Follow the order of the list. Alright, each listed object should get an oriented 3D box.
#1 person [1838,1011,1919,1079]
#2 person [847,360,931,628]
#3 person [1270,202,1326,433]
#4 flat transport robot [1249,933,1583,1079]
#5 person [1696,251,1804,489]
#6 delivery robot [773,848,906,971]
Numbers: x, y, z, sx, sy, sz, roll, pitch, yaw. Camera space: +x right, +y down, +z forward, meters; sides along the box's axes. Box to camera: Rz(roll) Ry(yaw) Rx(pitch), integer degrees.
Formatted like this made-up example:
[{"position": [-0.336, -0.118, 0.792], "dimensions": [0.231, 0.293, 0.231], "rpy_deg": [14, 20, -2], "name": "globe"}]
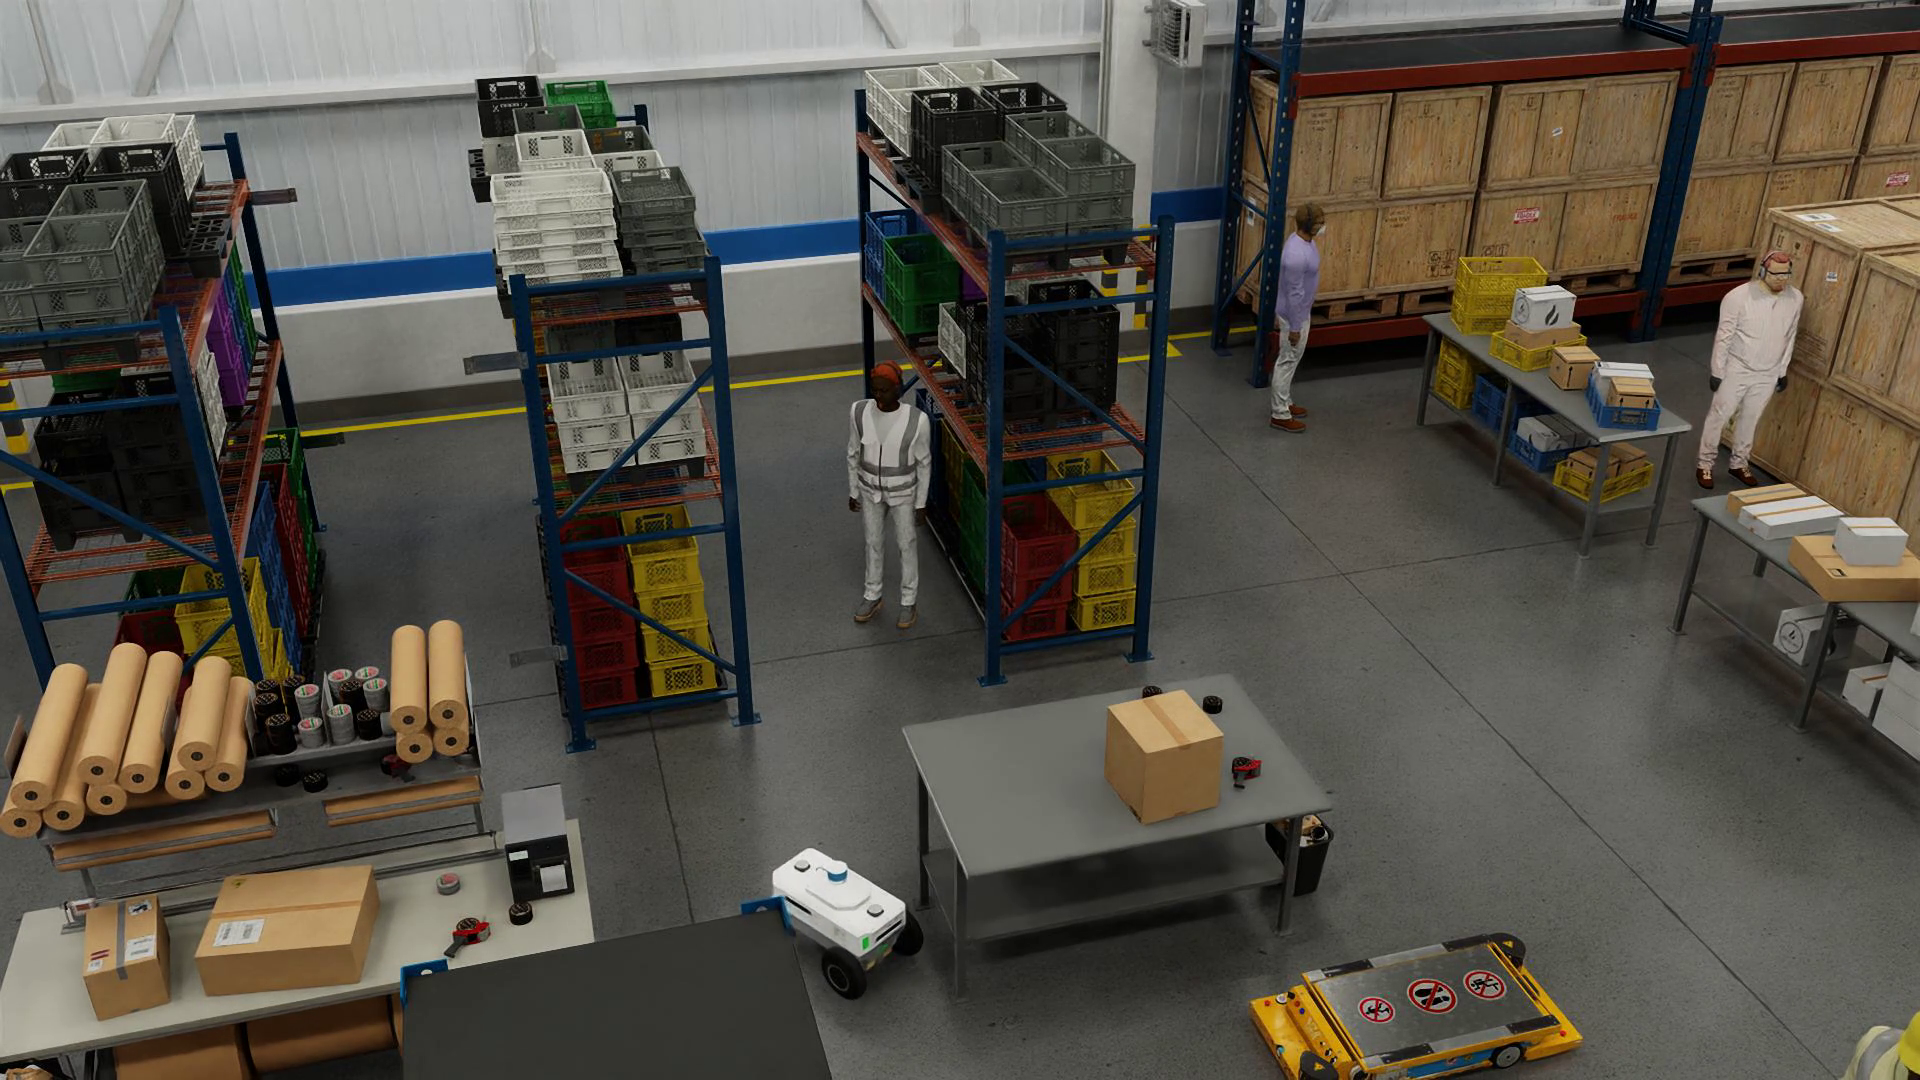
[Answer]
[{"position": [3.424, 2.402, 6.162], "dimensions": [0.403, 1.823, 0.587], "rpy_deg": [-16, 33, -27], "name": "person"}, {"position": [-0.477, -0.301, 11.020], "dimensions": [0.576, 1.882, 0.355], "rpy_deg": [9, 30, 15], "name": "person"}, {"position": [2.795, -1.857, 13.793], "dimensions": [0.361, 1.937, 0.635], "rpy_deg": [7, 30, 13], "name": "person"}, {"position": [2.184, 2.282, 7.980], "dimensions": [1.431, 0.197, 0.652], "rpy_deg": [-8, 30, -14], "name": "flat transport robot"}, {"position": [6.103, -1.308, 12.827], "dimensions": [0.641, 1.908, 0.407], "rpy_deg": [-3, 29, -5], "name": "person"}, {"position": [-0.614, 1.838, 8.401], "dimensions": [0.707, 0.478, 0.477], "rpy_deg": [23, 36, 35], "name": "delivery robot"}]
